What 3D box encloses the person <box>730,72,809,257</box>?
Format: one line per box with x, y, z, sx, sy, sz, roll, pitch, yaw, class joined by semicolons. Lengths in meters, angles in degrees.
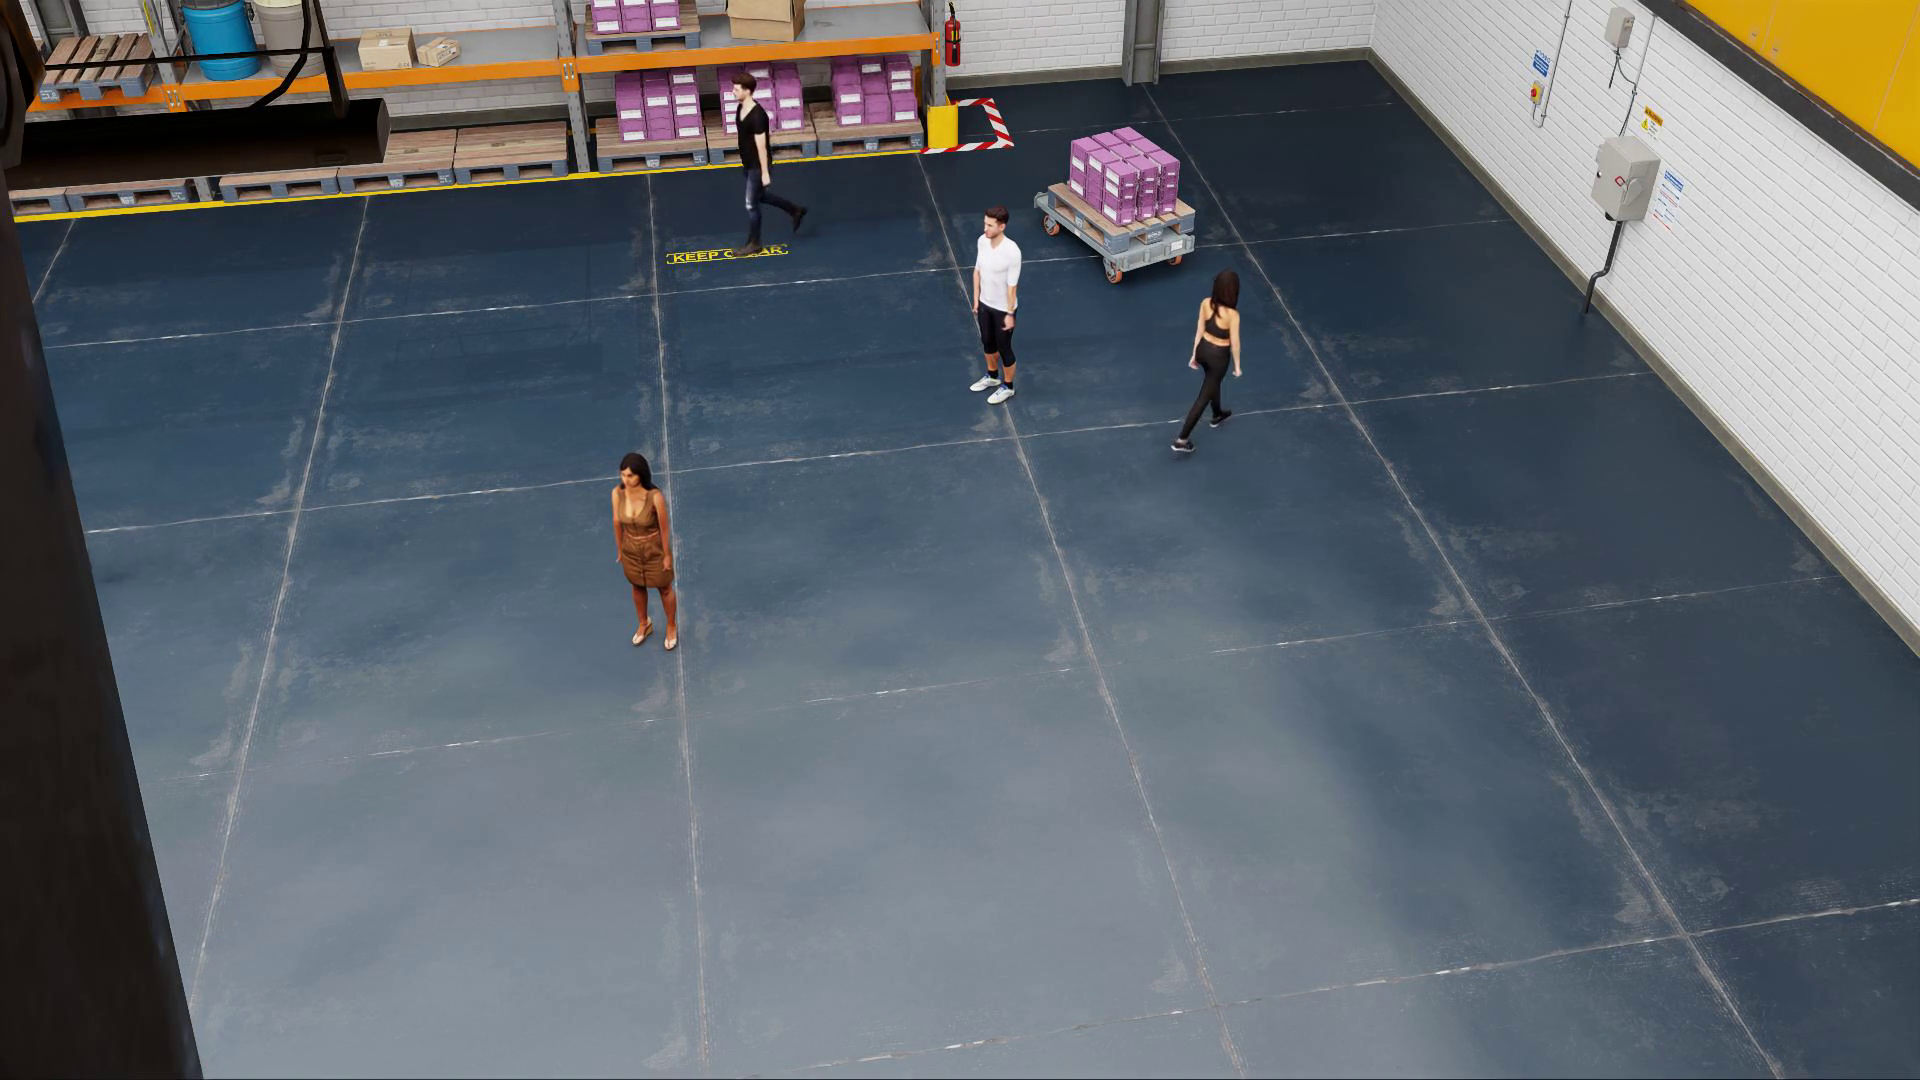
-1.926;-3.733;16.486;1.171;1.873;0.868;-17;42;-20;person

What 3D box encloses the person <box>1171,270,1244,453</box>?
2.051;-1.457;13.850;1.146;1.604;0.968;-30;47;-32;person

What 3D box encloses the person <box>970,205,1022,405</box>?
0.331;-2.057;14.407;0.759;1.848;0.742;-31;48;-33;person

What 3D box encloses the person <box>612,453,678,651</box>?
-2.240;0.078;11.860;0.564;1.690;0.686;8;39;10;person
